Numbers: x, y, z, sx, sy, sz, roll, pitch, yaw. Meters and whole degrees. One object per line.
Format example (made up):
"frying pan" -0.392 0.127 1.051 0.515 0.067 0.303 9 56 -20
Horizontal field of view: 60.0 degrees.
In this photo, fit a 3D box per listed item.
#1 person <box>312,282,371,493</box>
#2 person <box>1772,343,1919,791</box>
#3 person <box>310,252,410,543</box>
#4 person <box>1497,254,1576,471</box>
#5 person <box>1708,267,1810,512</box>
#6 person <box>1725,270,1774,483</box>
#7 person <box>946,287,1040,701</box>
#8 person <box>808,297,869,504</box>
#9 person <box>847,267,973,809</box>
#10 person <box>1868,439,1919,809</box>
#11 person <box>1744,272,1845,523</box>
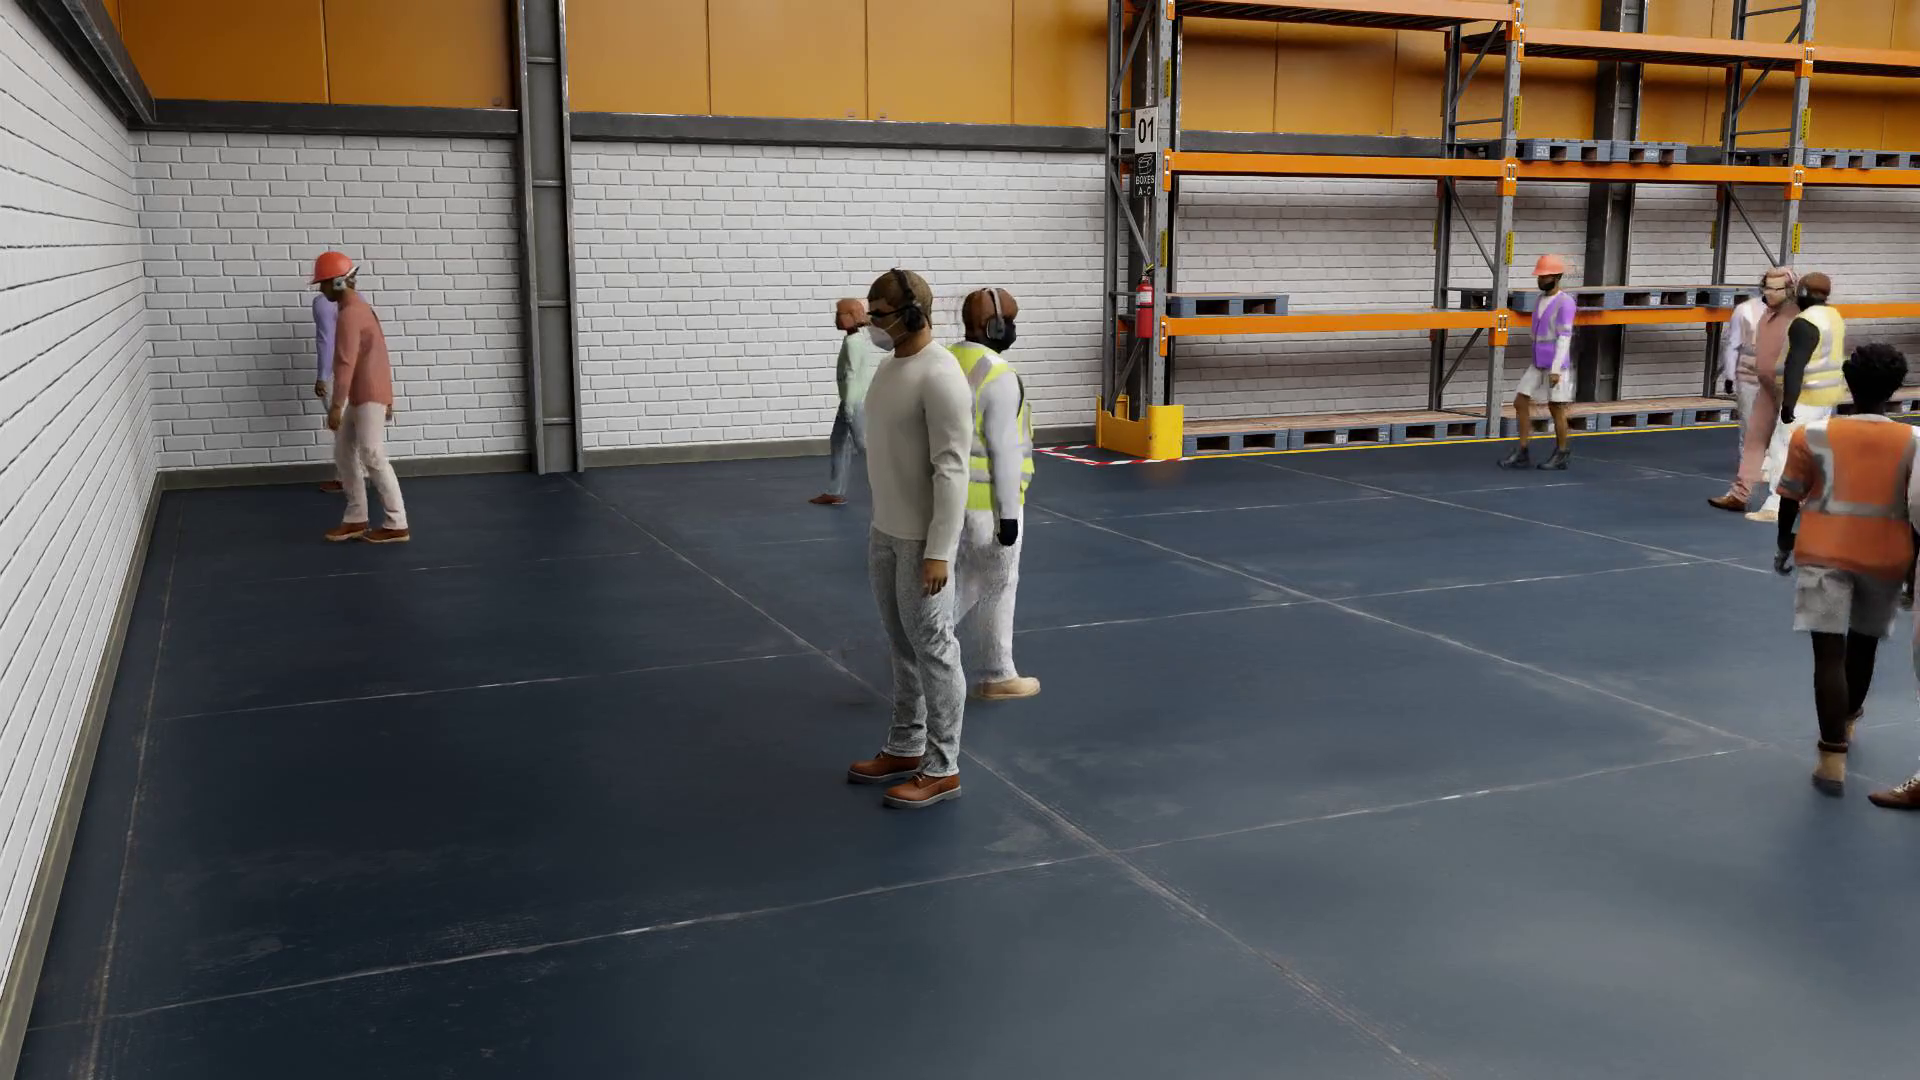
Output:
"person" -5.017 -1.349 13.461 0.372 1.940 0.632 2 10 9
"person" 3.393 0.075 6.343 0.537 1.635 0.905 4 11 19
"person" -4.021 -0.937 11.140 0.530 1.960 0.631 -3 11 -17
"person" 5.087 -1.547 14.641 0.767 1.908 0.572 -3 11 -16
"person" 6.090 -1.091 12.317 0.994 1.836 0.658 -2 10 -11
"person" 6.911 -1.429 14.294 0.630 1.809 0.894 4 11 24
"person" 0.084 -0.185 7.271 0.509 1.832 0.644 -5 11 -26
"person" -0.761 -1.050 12.729 0.765 1.608 0.505 0 10 -1
"person" -0.175 -0.007 6.001 0.371 1.934 0.627 -5 11 -25
"person" 3.537 0.055 5.781 0.482 1.885 0.660 1 10 8
"person" 6.126 -1.016 12.006 0.578 1.822 0.688 9 14 42
